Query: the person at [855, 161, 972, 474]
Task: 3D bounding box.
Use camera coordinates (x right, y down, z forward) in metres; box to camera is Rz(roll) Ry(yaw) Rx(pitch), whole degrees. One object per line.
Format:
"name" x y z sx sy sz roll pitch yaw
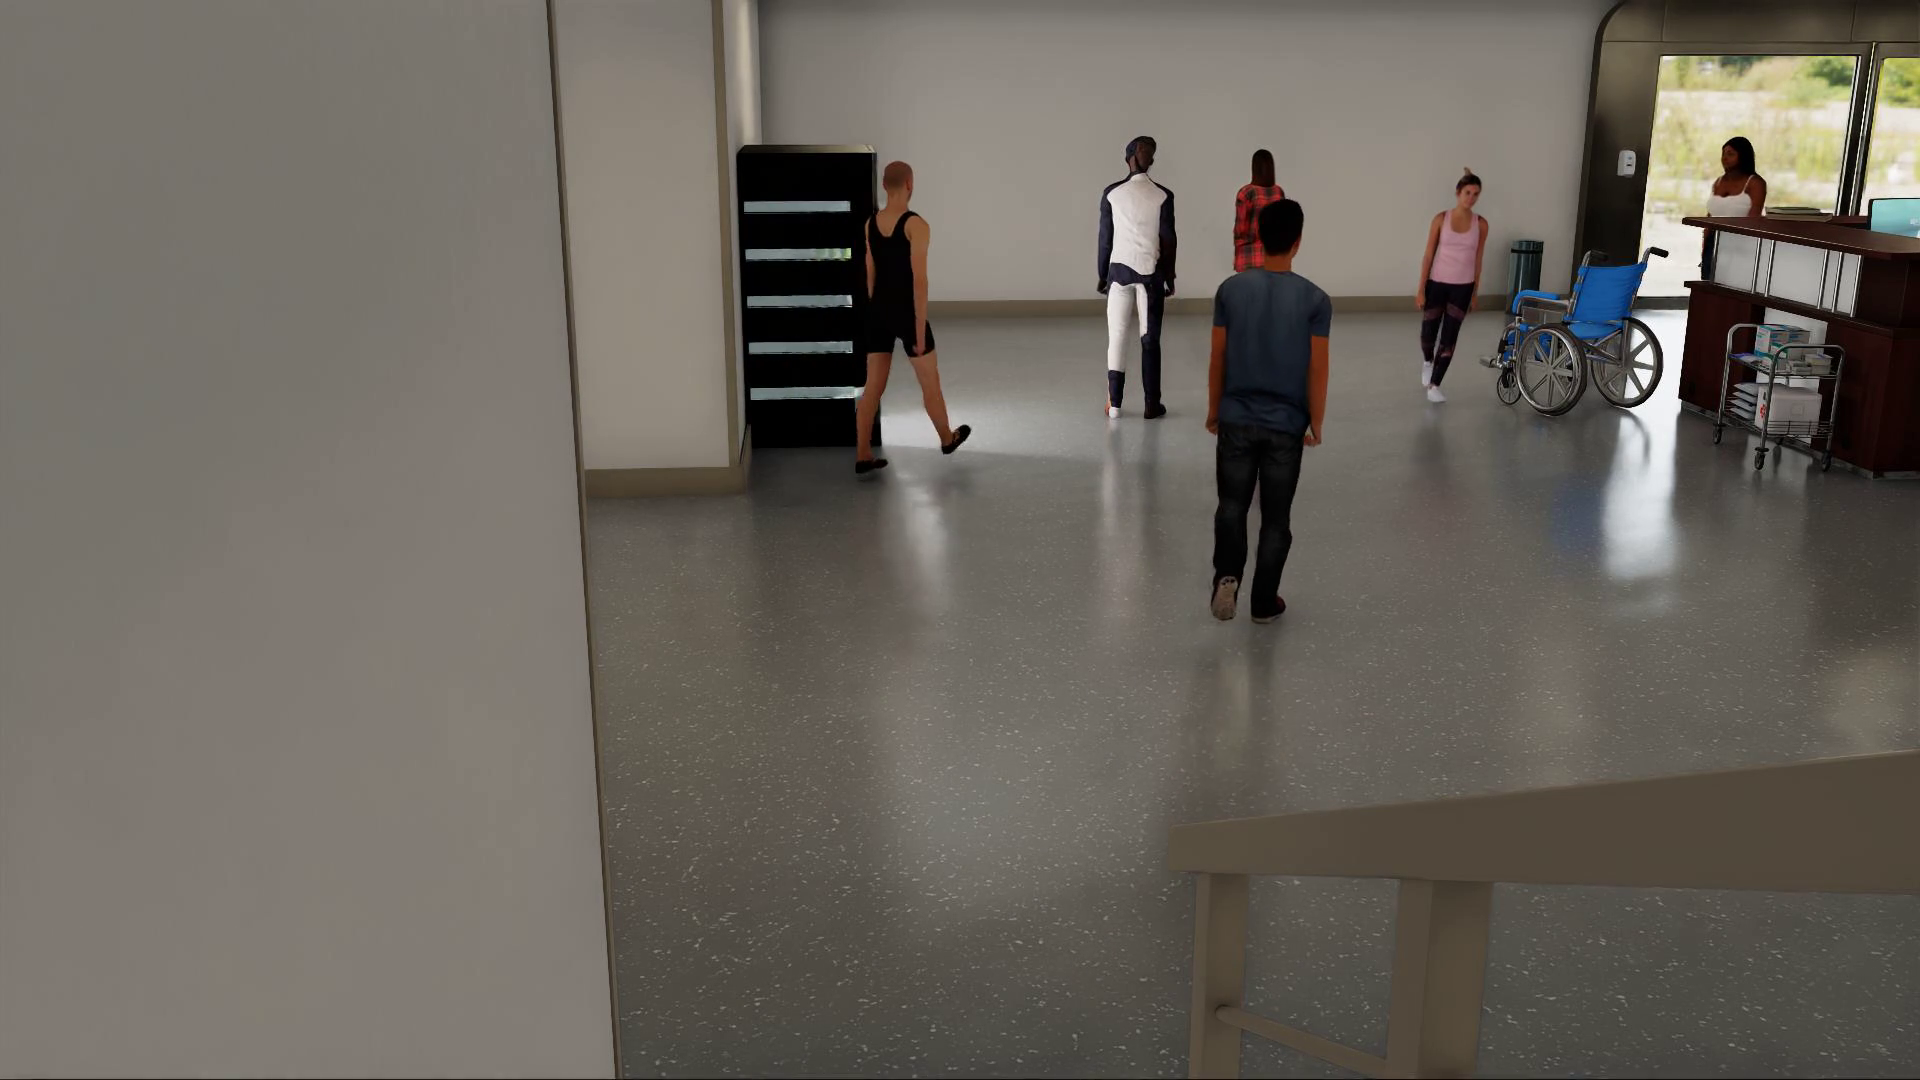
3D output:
"person" -0.436 -1.234 9.627 1.136 1.760 1.229 12 20 36

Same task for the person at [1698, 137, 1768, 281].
"person" 6.258 -2.319 13.408 0.877 1.796 0.862 -9 18 -28

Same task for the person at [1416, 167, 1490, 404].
"person" 3.498 -1.813 11.908 0.765 1.637 0.991 4 16 13

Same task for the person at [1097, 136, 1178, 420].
"person" 1.195 -1.781 11.325 0.755 1.891 0.685 3 16 10

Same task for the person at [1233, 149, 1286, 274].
"person" 2.441 -2.329 13.616 0.677 1.702 0.641 -6 17 -20

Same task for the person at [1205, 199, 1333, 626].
"person" 1.235 -0.482 6.885 0.865 1.800 0.982 6 17 20
